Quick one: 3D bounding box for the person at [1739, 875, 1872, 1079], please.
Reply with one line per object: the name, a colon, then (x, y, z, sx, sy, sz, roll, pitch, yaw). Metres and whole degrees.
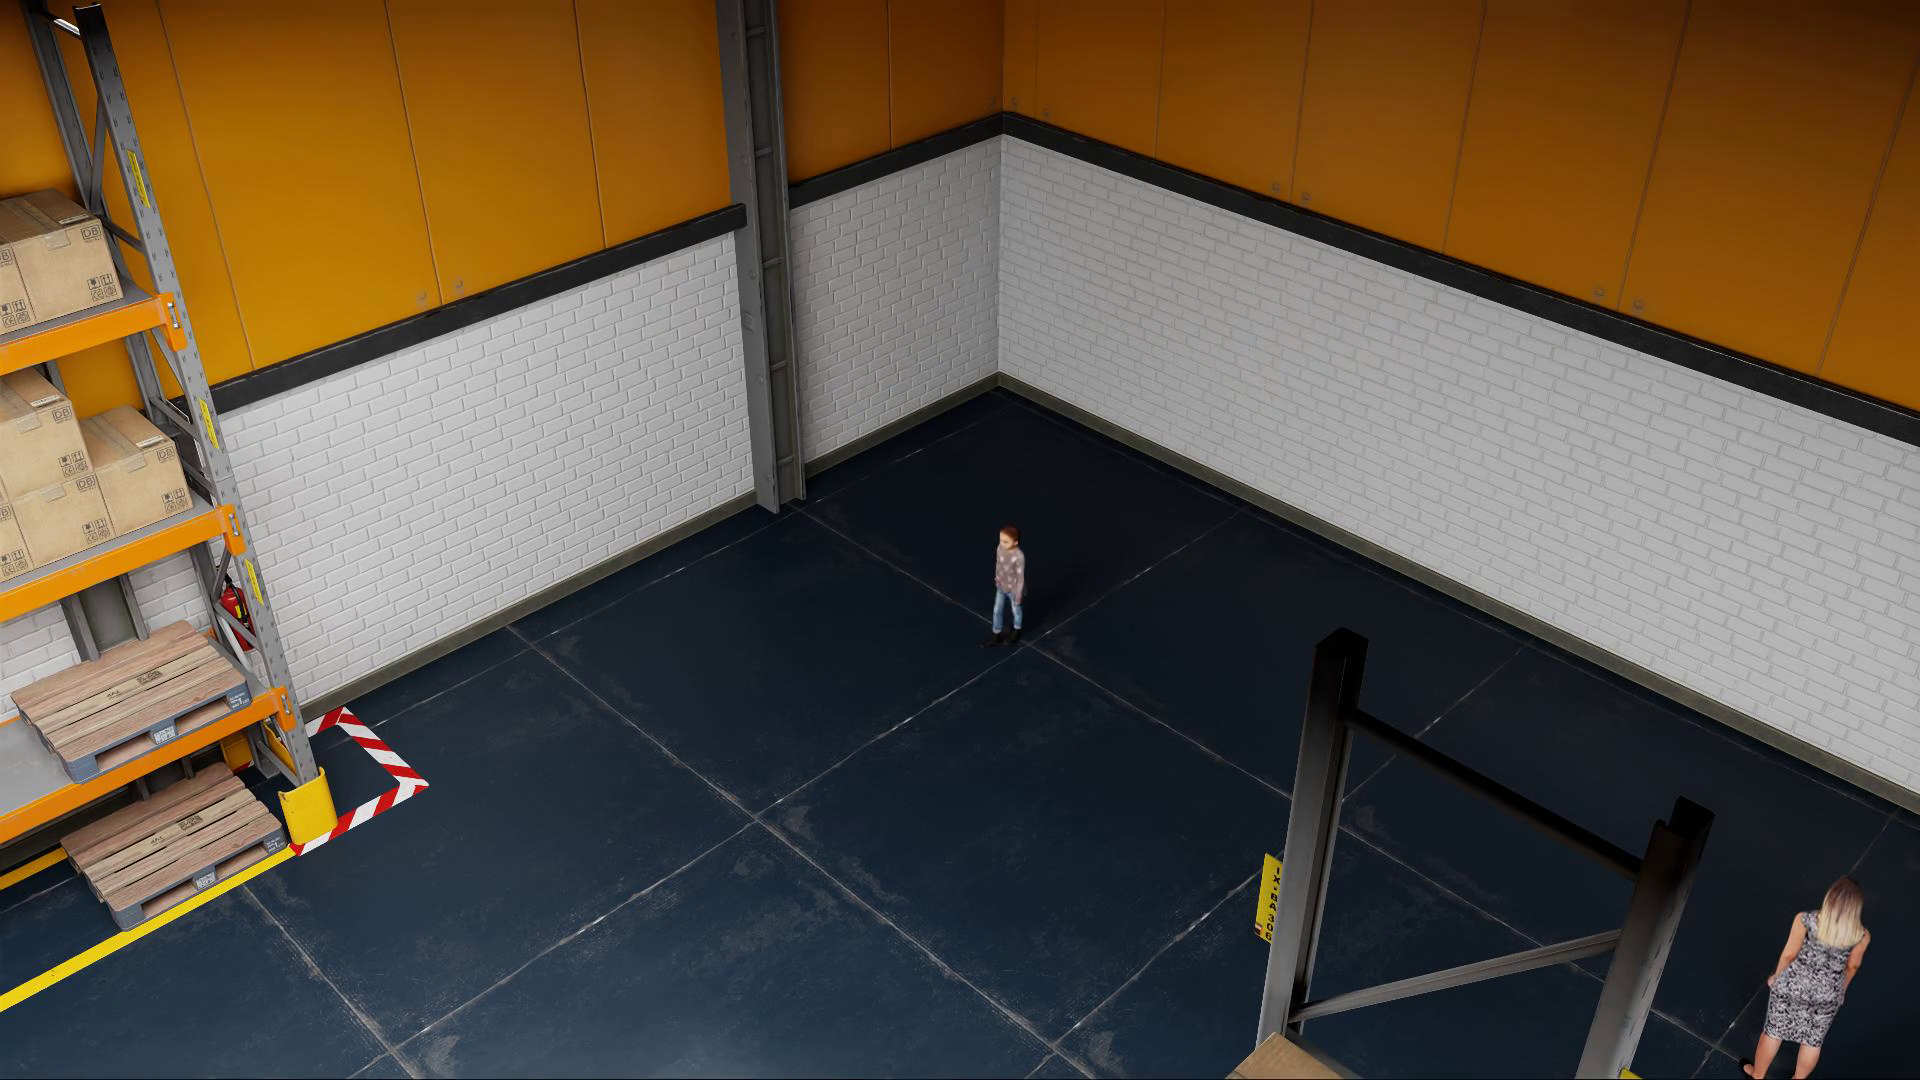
person: (5.057, 2.676, 9.922, 0.637, 1.703, 0.624, 12, 35, 17)

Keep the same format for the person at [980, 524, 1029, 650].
person: (0.459, 0.356, 13.881, 0.509, 1.184, 0.614, 27, 42, 34)
